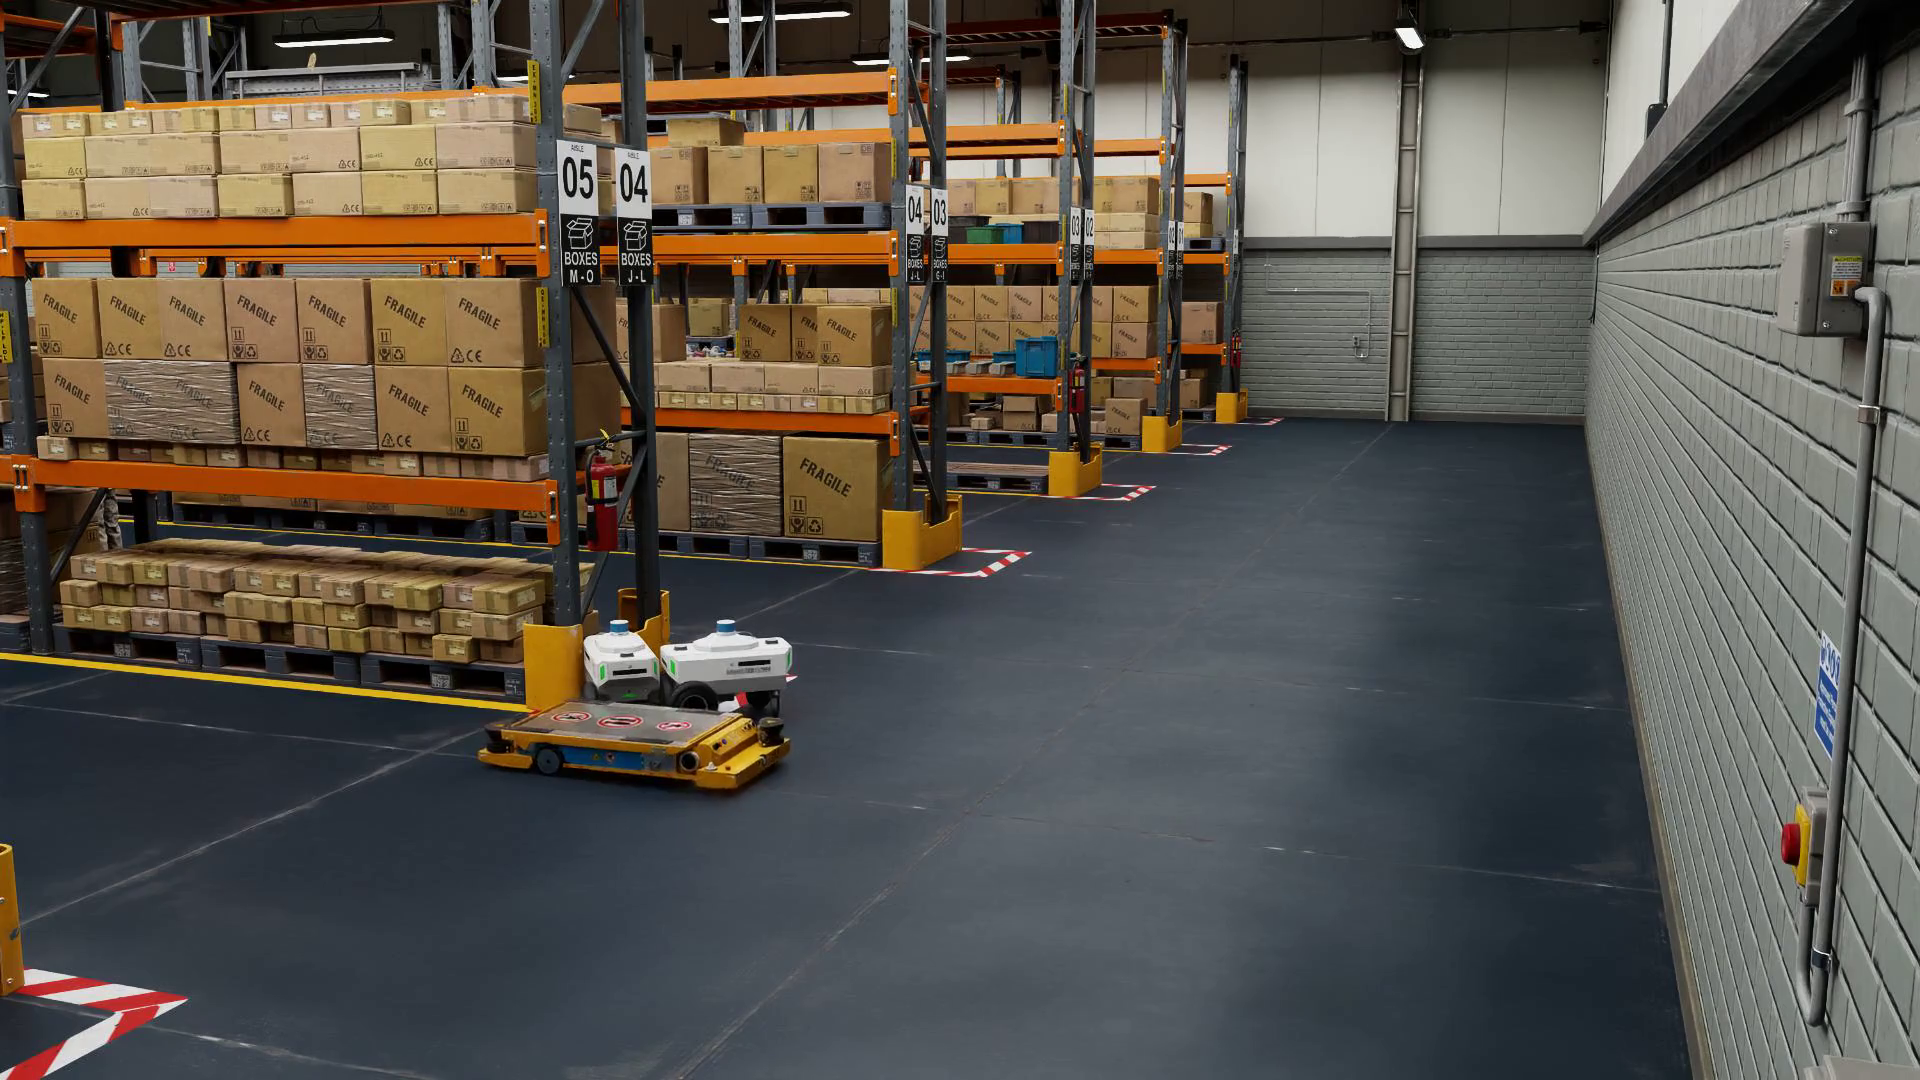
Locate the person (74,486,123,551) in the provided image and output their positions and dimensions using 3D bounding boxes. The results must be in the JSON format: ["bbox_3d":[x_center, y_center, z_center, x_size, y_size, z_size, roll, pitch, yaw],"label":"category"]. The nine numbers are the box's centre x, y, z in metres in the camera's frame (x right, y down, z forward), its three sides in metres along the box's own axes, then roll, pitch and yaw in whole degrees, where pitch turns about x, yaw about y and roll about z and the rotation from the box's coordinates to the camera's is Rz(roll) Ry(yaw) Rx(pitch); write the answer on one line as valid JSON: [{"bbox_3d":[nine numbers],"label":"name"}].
[{"bbox_3d":[-6.774,-0.395,13.020,0.308,1.644,0.514,0,9,1],"label":"person"}]

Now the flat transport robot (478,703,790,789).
[{"bbox_3d":[-1.650,1.020,8.464,1.431,0.197,0.652,3,10,17],"label":"flat transport robot"}]

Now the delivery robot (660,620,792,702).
[{"bbox_3d":[-1.307,0.692,9.333,0.707,0.478,0.477,-3,10,-19],"label":"delivery robot"}]

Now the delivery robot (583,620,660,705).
[{"bbox_3d":[-1.906,0.692,9.333,0.477,0.478,0.707,-3,10,-20],"label":"delivery robot"}]
